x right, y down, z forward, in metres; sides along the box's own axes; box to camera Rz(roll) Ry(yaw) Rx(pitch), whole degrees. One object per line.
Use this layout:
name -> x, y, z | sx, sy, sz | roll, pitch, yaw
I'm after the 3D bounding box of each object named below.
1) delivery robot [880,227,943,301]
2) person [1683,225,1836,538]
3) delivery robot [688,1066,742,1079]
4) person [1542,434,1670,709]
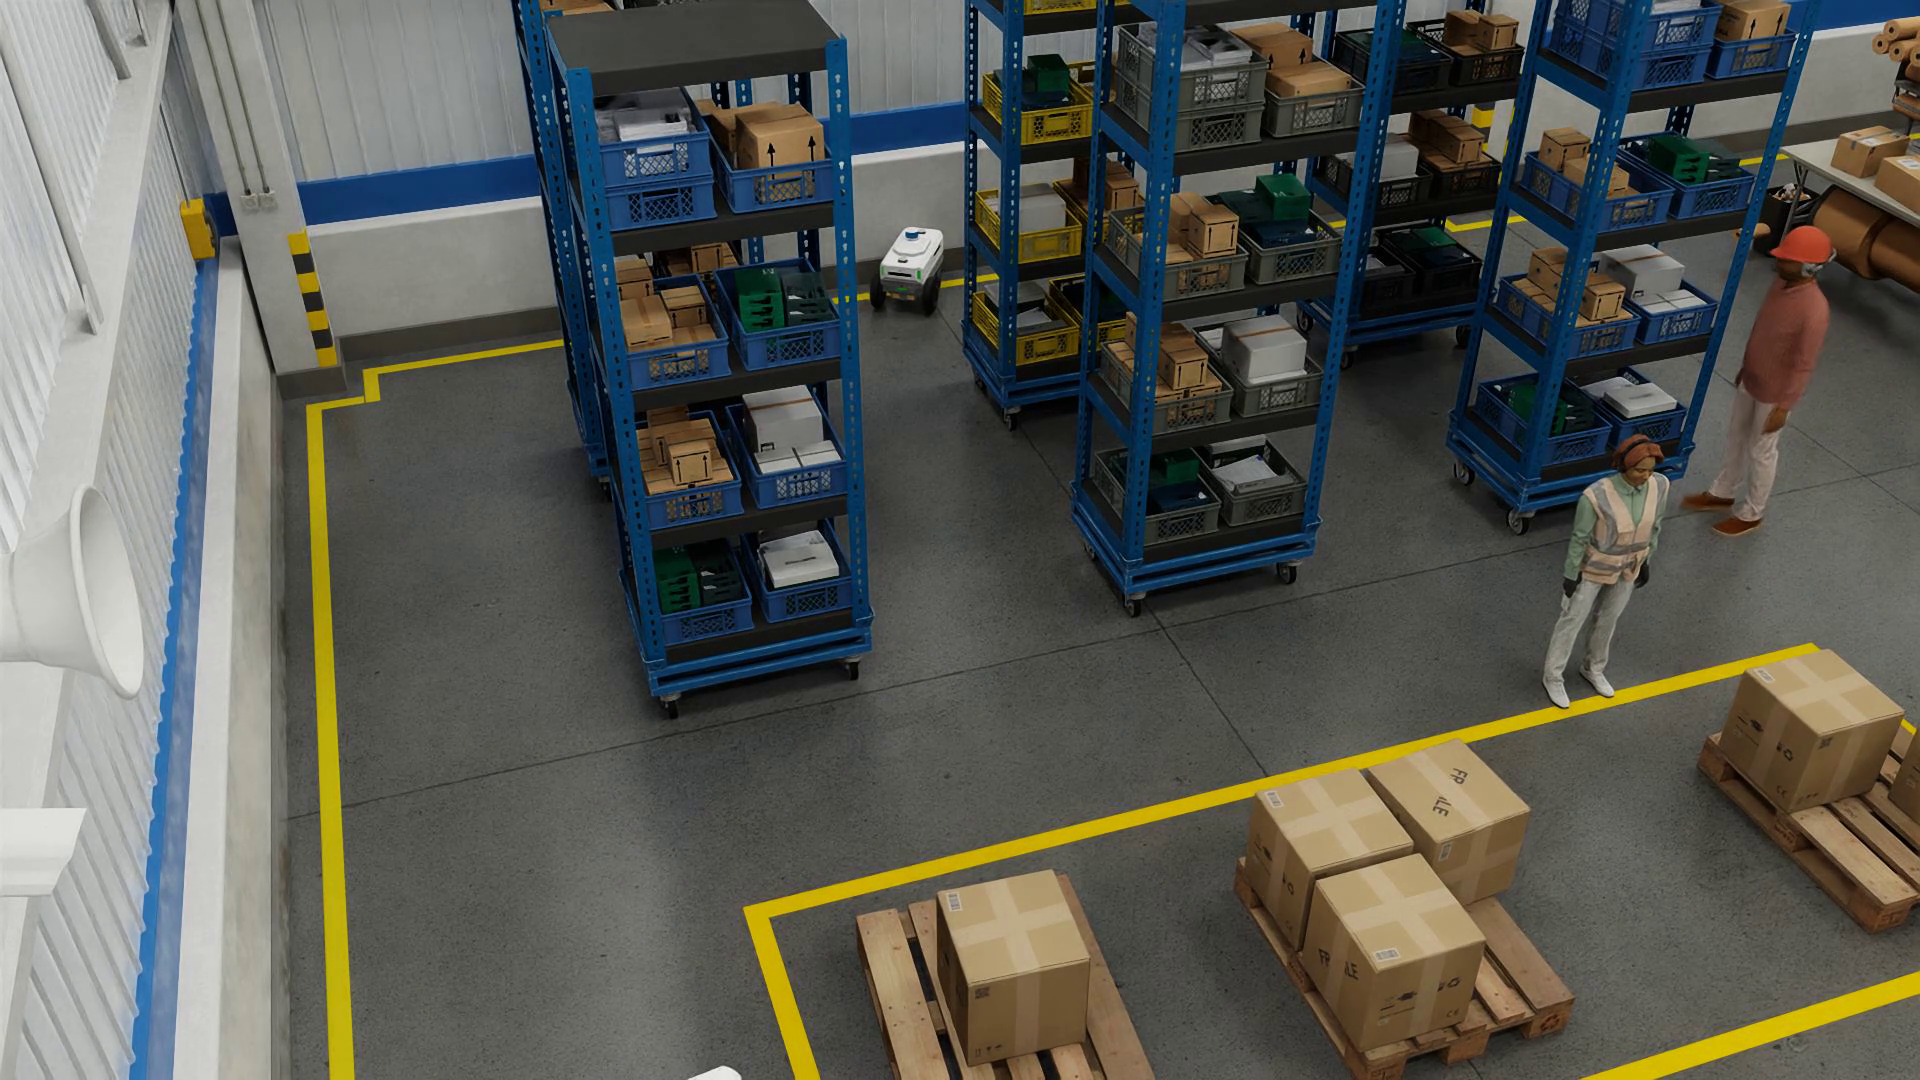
delivery robot -> -0.366, -2.164, 12.778 | 0.477, 0.478, 0.707 | 8, 36, 11
person -> 4.783, -0.933, 9.873 | 0.392, 1.993, 0.620 | -2, 35, -3
delivery robot -> -0.887, 2.373, 6.344 | 0.477, 0.478, 0.707 | -16, 38, -22
person -> 3.353, 0.155, 8.640 | 0.509, 1.631, 0.310 | -10, 36, -14
